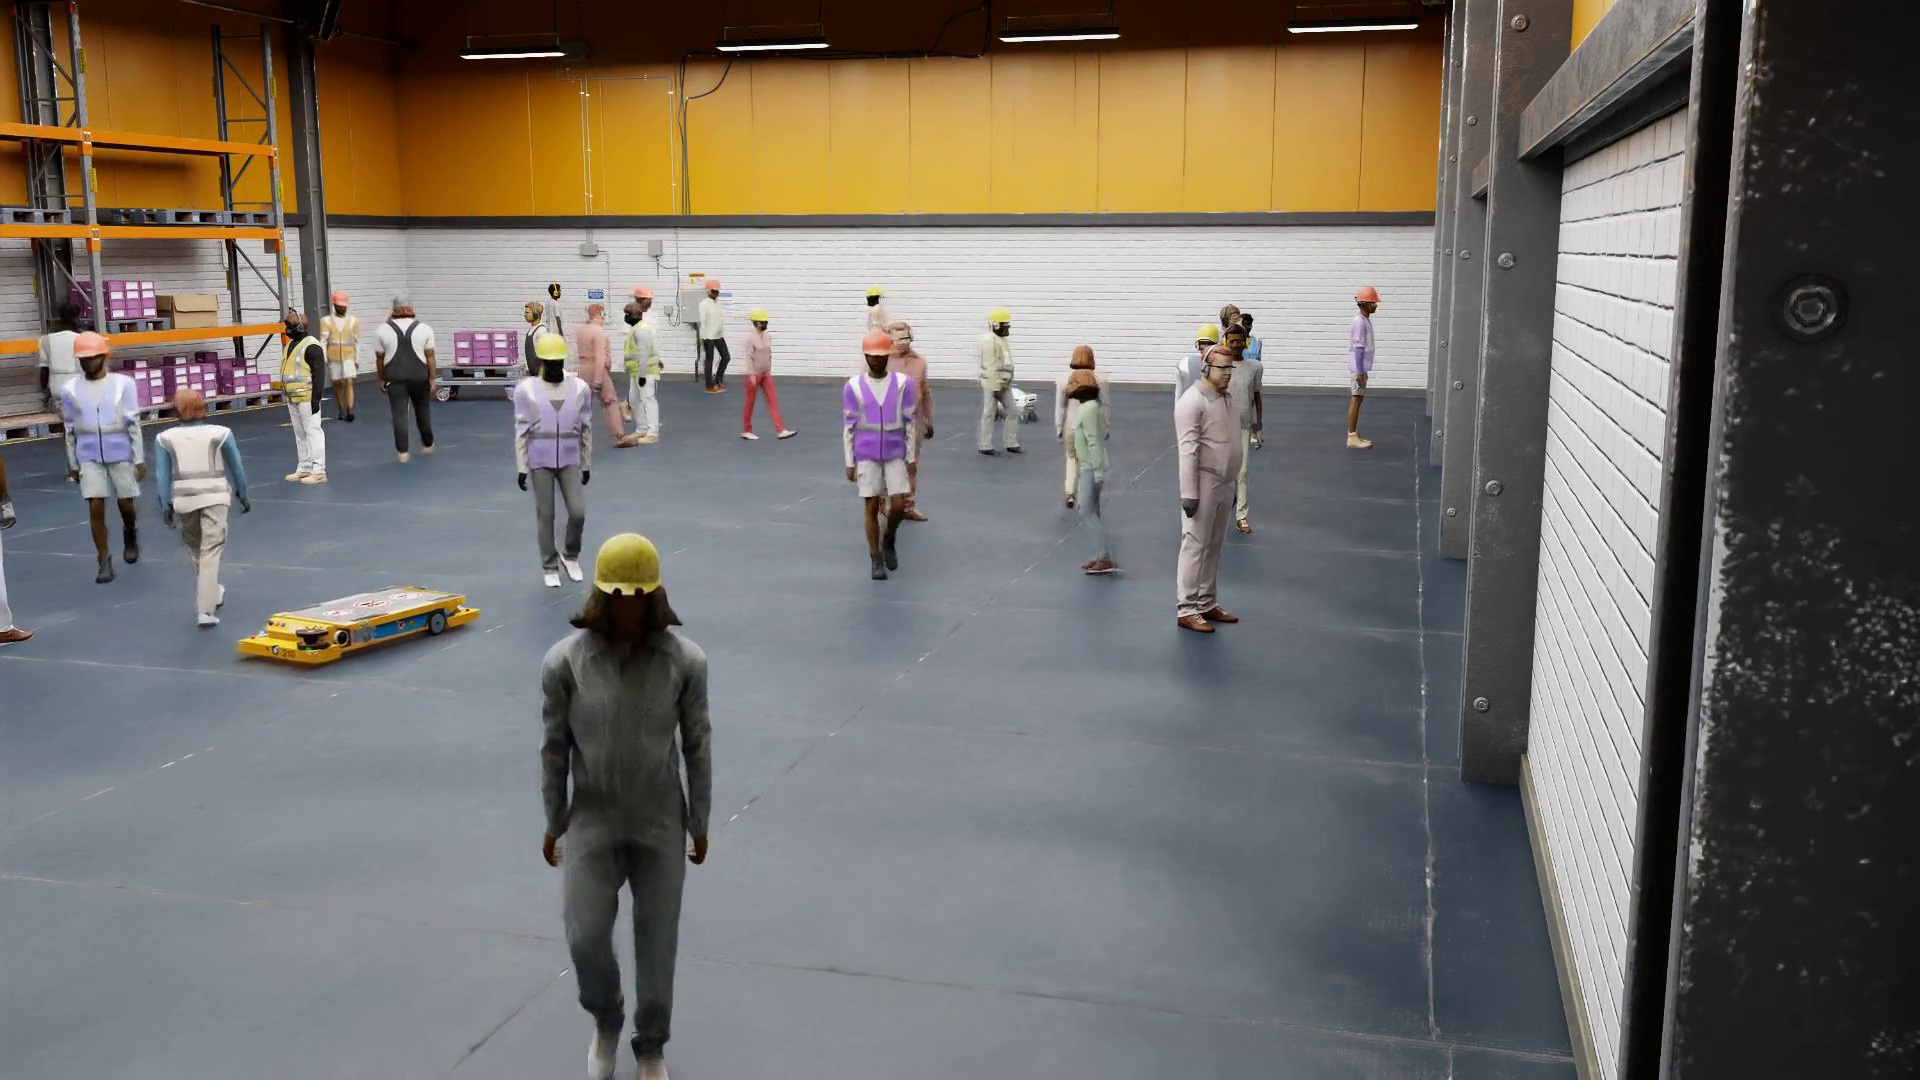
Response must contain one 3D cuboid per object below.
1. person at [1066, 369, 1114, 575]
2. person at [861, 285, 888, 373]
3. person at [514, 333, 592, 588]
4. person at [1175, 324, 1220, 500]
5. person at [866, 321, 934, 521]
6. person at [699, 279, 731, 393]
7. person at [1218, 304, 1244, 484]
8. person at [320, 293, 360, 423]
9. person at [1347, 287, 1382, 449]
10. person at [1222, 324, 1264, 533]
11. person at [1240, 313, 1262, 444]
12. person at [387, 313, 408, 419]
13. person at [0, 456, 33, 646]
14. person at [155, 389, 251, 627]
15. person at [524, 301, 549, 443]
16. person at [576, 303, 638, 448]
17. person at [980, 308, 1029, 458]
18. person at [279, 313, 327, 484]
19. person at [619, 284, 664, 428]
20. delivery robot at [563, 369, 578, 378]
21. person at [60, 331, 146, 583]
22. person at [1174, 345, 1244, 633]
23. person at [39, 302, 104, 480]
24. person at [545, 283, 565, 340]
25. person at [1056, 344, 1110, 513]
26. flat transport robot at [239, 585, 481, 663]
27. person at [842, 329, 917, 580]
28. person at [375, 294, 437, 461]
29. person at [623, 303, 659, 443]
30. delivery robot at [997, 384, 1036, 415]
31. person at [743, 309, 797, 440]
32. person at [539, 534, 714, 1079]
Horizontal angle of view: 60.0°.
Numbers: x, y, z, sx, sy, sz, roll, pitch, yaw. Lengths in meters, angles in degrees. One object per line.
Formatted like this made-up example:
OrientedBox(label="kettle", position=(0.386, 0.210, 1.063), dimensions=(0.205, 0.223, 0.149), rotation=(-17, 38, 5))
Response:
OrientedBox(label="person", position=(1.020, -0.539, 13.049), dimensions=(0.411, 1.599, 0.541), rotation=(2, 10, 9))
OrientedBox(label="person", position=(-1.458, -3.247, 27.497), dimensions=(0.609, 1.905, 0.623), rotation=(2, 10, 11))
OrientedBox(label="person", position=(-3.026, -0.586, 12.450), dimensions=(0.600, 1.911, 0.427), rotation=(-4, 11, -24))
OrientedBox(label="person", position=(2.333, -1.139, 15.832), dimensions=(0.586, 1.824, 0.404), rotation=(3, 11, 18))
OrientedBox(label="person", position=(-0.528, -1.082, 15.347), dimensions=(0.729, 1.877, 0.436), rotation=(-8, 13, -37))
OrientedBox(label="person", position=(-4.237, -3.526, 28.873), dimensions=(0.518, 1.980, 0.648), rotation=(6, 12, 31))
OrientedBox(label="person", position=(2.839, -1.543, 17.777), dimensions=(0.378, 1.940, 0.628), rotation=(7, 12, 34))
OrientedBox(label="person", position=(-9.000, -2.648, 24.201), dimensions=(0.552, 1.875, 1.052), rotation=(-4, 11, -19))
OrientedBox(label="person", position=(5.115, -2.183, 21.103), dimensions=(0.394, 2.044, 0.609), rotation=(3, 10, 17))
OrientedBox(label="person", position=(2.450, -0.990, 14.842), dimensions=(0.538, 1.869, 0.313), rotation=(1, 10, 4))
OrientedBox(label="person", position=(3.660, -2.073, 21.464), dimensions=(0.541, 1.696, 0.316), rotation=(-4, 11, -20))
OrientedBox(label="person", position=(-8.192, -2.523, 24.298), dimensions=(0.513, 1.594, 0.864), rotation=(-5, 11, -27))
OrientedBox(label="person", position=(-6.305, -0.242, 10.626), dimensions=(0.519, 1.865, 0.331), rotation=(1, 10, 3))
OrientedBox(label="person", position=(-5.163, -0.235, 11.361), dimensions=(0.517, 1.583, 0.901), rotation=(-2, 10, -9))
OrientedBox(label="person", position=(-5.469, -2.153, 21.495), dimensions=(0.345, 1.846, 0.508), rotation=(-6, 11, -29))
OrientedBox(label="person", position=(-4.640, -2.060, 20.980), dimensions=(0.958, 1.853, 0.643), rotation=(-8, 13, -39))
OrientedBox(label="person", position=(0.557, -1.879, 20.032), dimensions=(0.703, 1.808, 0.627), rotation=(4, 11, 22))
OrientedBox(label="person", position=(-7.106, -1.529, 17.969), dimensions=(0.636, 1.842, 0.429), rotation=(9, 13, 41))
OrientedBox(label="person", position=(-4.485, -2.588, 23.452), dimensions=(0.602, 2.027, 0.610), rotation=(6, 12, 32))
OrientedBox(label="delivery robot", position=(-6.853, -2.743, 28.224), dimensions=(0.707, 0.478, 0.477), rotation=(0, 10, 1))
OrientedBox(label="person", position=(-6.579, -0.656, 12.815), dimensions=(0.557, 1.918, 0.653), rotation=(-3, 11, -19))
OrientedBox(label="person", position=(1.687, -0.349, 11.114), dimensions=(0.403, 1.904, 0.652), rotation=(7, 12, 35))
OrientedBox(label="person", position=(-9.753, -1.655, 18.418), dimensions=(0.646, 1.931, 0.882), rotation=(-1, 10, -3))
OrientedBox(label="person", position=(-7.456, -3.798, 30.741), dimensions=(0.328, 1.872, 0.511), rotation=(-8, 13, -38))
OrientedBox(label="person", position=(1.184, -1.064, 15.969), dimensions=(0.511, 1.615, 0.376), rotation=(2, 10, 13))
OrientedBox(label="flat transport robot", position=(-3.864, 0.524, 10.795), dimensions=(0.652, 0.197, 1.431), rotation=(5, 11, 27))
OrientedBox(label="person", position=(-0.613, -0.652, 12.766), dimensions=(0.575, 1.924, 0.416), rotation=(-1, 10, -7))
OrientedBox(label="person", position=(-6.670, -1.998, 20.065), dimensions=(0.690, 2.000, 1.002), rotation=(-3, 10, -15))
OrientedBox(label="person", position=(-4.165, -2.167, 21.659), dimensions=(0.459, 1.823, 0.626), rotation=(-3, 10, -15))
OrientedBox(label="delivery robot", position=(0.750, -2.026, 24.163), dimensions=(0.707, 0.478, 0.477), rotation=(6, 12, 32))
OrientedBox(label="person", position=(-2.561, -2.155, 21.807), dimensions=(0.860, 1.722, 0.548), rotation=(7, 12, 36))
OrientedBox(label="person", position=(-0.976, 0.832, 4.913), dimensions=(0.513, 1.729, 0.372), rotation=(-2, 10, -13))
